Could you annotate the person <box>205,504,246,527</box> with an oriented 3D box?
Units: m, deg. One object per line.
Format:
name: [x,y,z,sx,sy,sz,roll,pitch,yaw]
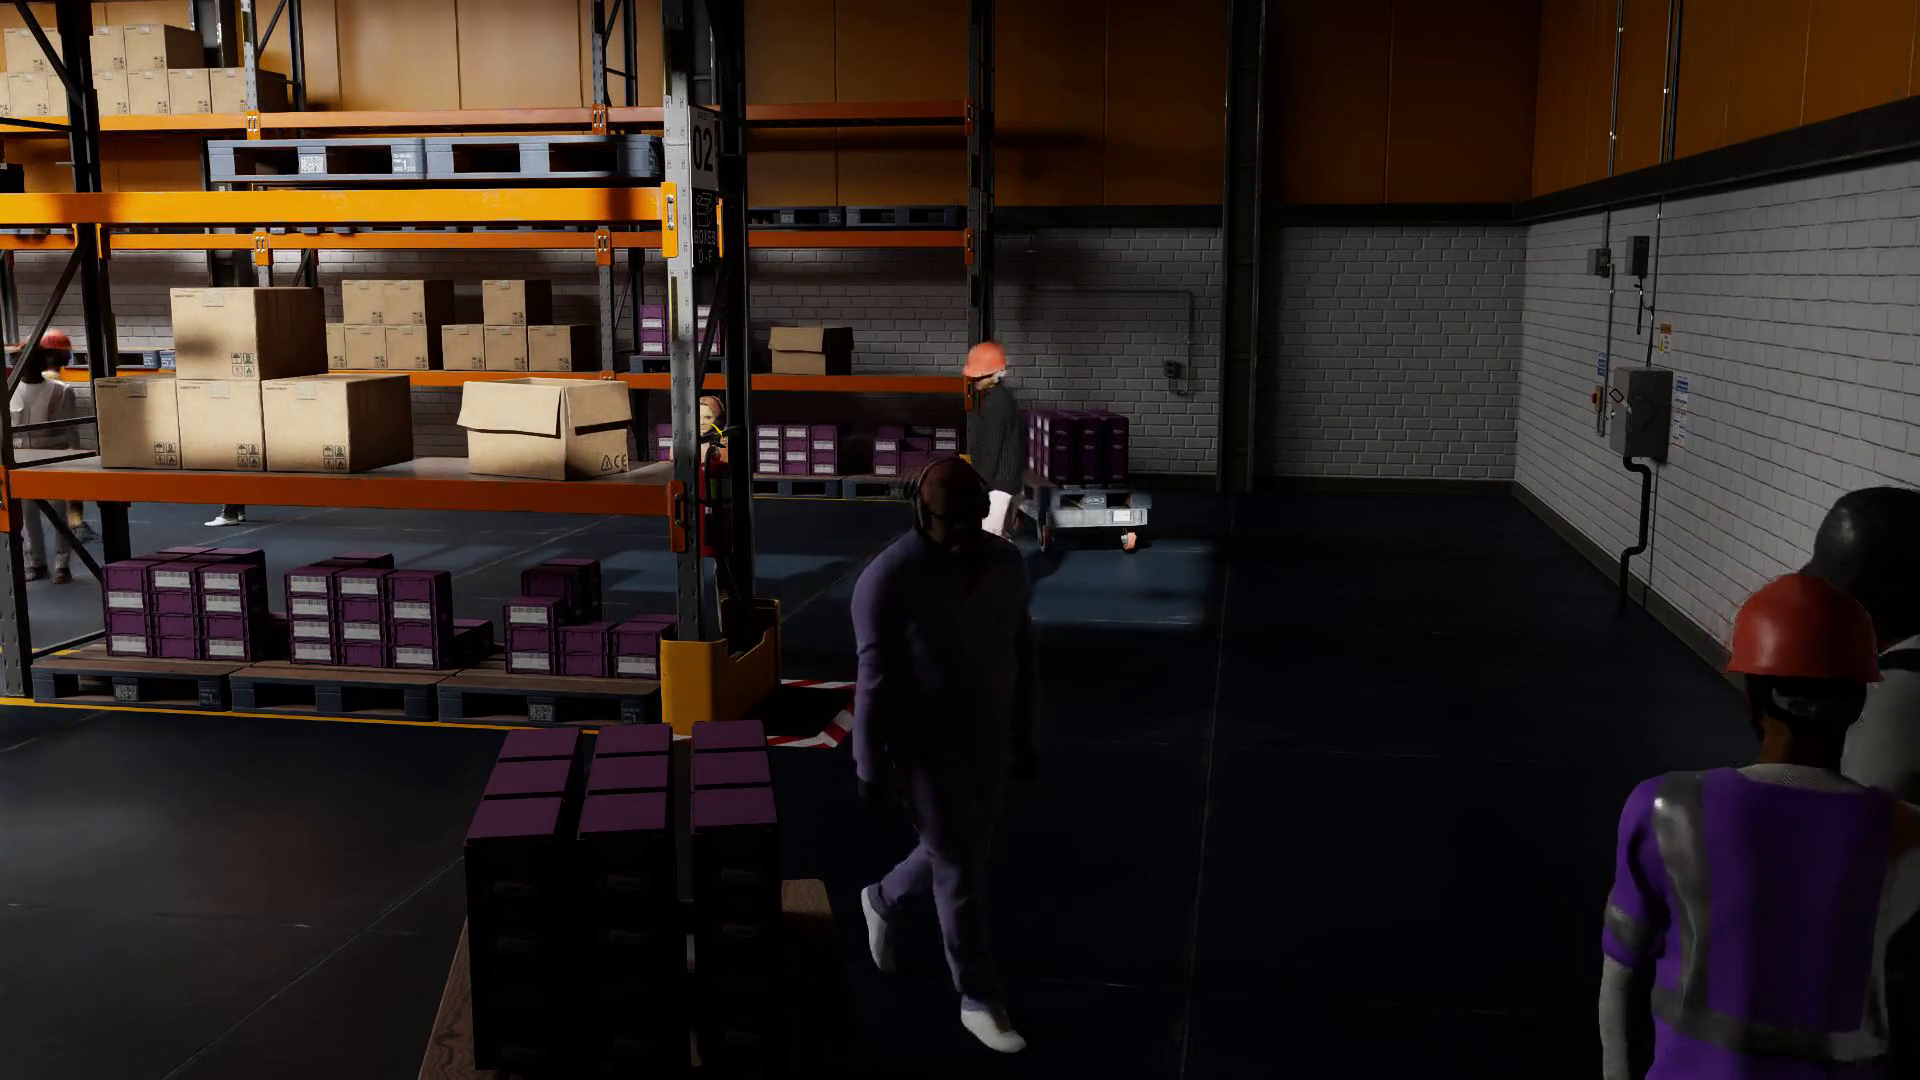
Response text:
person: [-7.026,-1.084,15.788,0.374,1.919,0.585,-1,9,-5]

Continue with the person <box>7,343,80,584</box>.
person: [-7.140,-0.588,12.916,0.595,1.888,0.431,-2,9,-10]

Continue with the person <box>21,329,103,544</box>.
person: [-7.939,-0.875,14.495,0.795,1.916,0.555,-5,10,-28]

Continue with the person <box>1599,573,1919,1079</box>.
person: [1.385,1.015,2.868,0.552,1.902,0.705,4,10,23]

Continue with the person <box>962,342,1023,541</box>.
person: [0.230,-0.385,11.385,0.410,1.944,0.783,1,9,8]

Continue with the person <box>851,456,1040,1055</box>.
person: [-0.083,0.636,5.337,0.657,1.864,0.832,-7,12,-39]

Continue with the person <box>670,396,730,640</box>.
person: [-1.581,-0.096,10.533,0.515,1.636,0.314,-2,9,-13]
